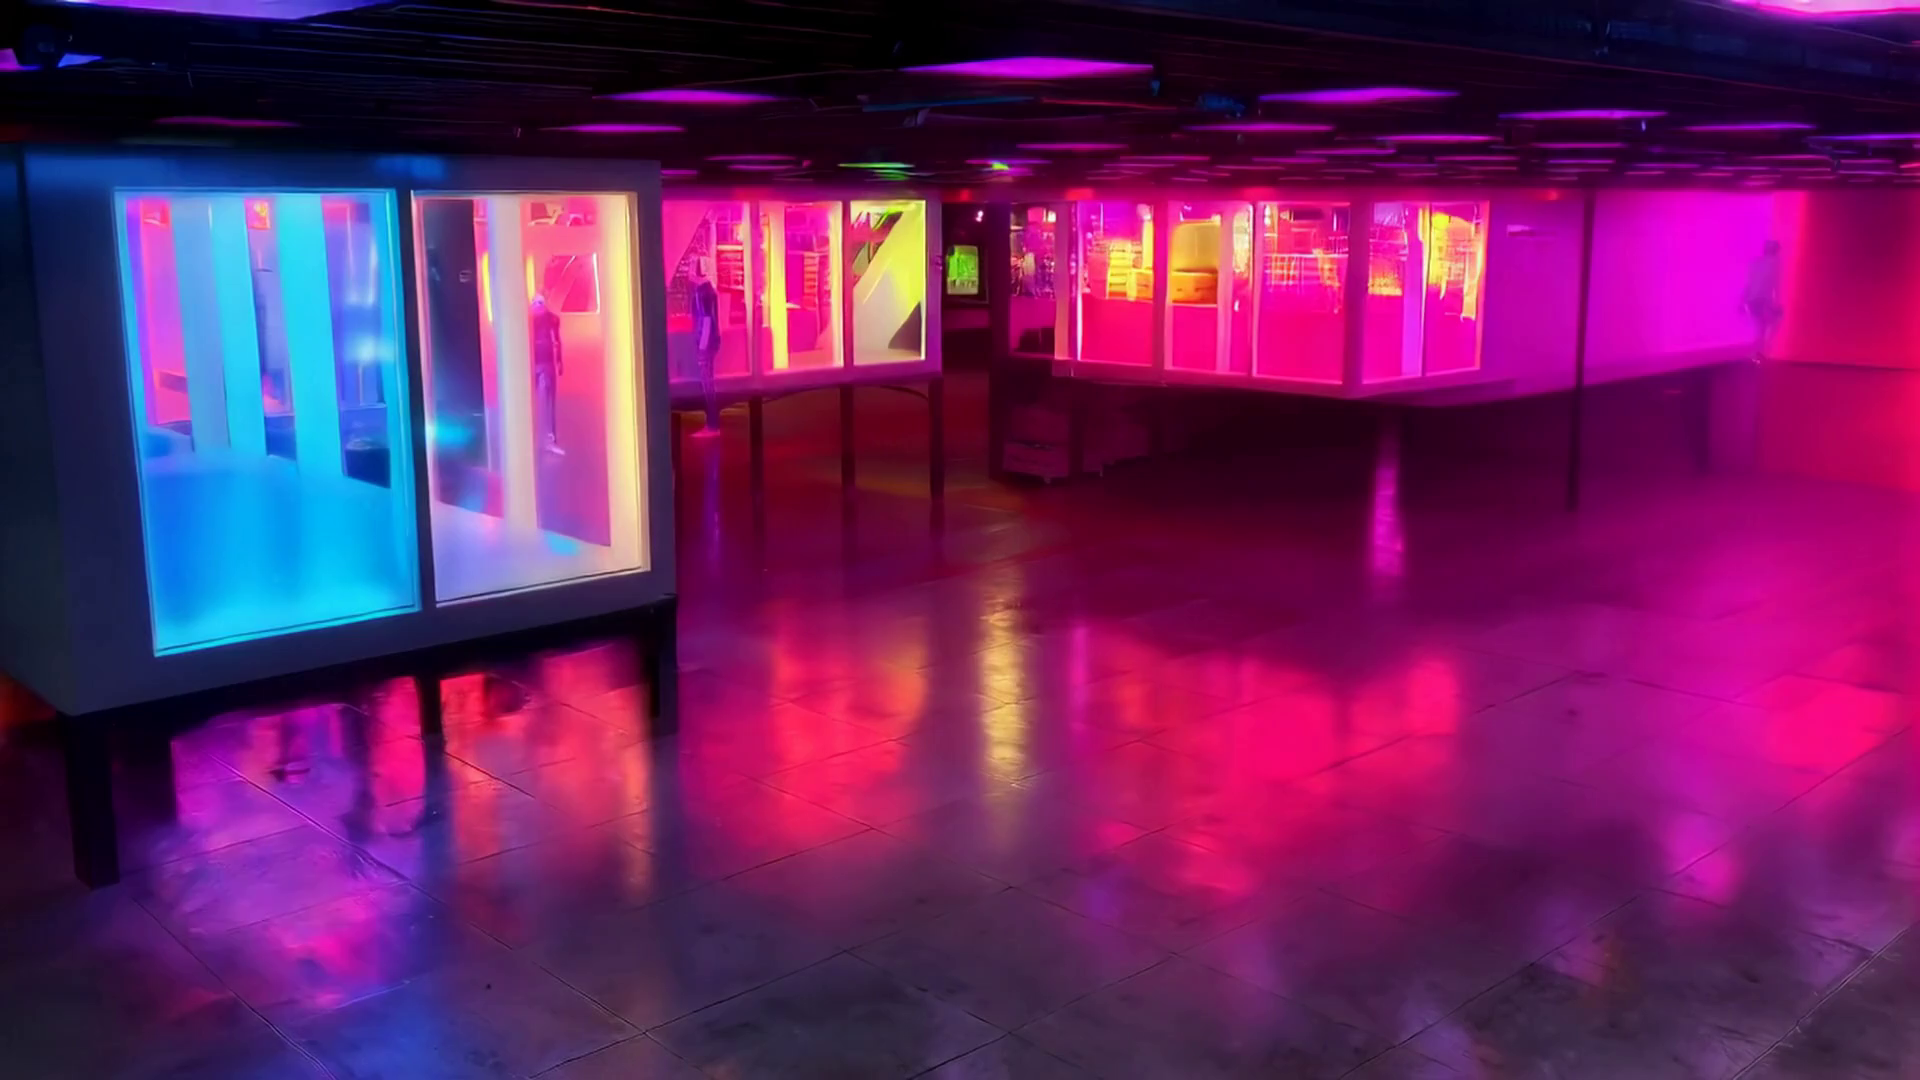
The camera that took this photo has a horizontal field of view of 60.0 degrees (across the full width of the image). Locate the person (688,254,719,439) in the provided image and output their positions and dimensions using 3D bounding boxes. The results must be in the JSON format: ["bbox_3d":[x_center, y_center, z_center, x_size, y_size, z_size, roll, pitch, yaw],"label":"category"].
[{"bbox_3d":[-2.608,-1.956,16.866,0.328,1.872,0.509,-1,11,-5],"label":"person"}]

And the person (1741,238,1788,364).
[{"bbox_3d":[11.922,-3.537,24.757,0.698,1.887,0.652,10,15,41],"label":"person"}]
